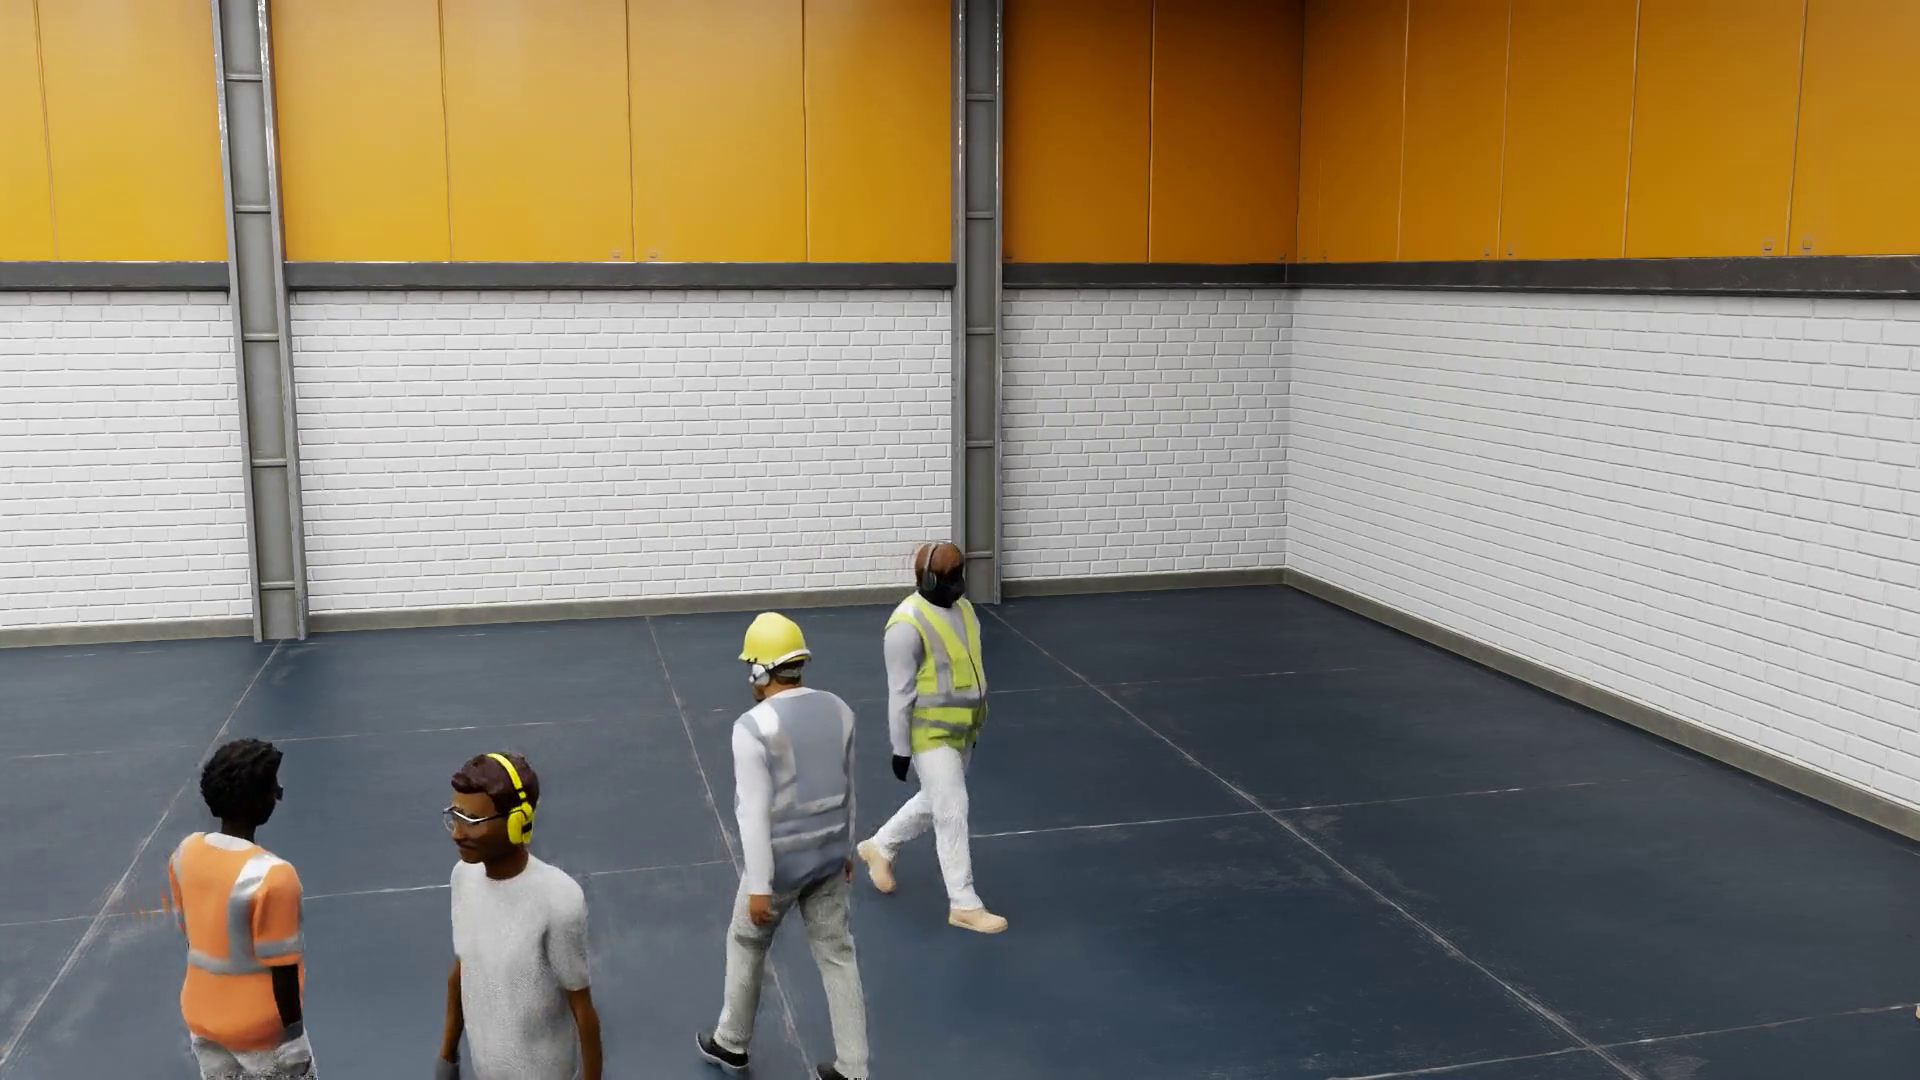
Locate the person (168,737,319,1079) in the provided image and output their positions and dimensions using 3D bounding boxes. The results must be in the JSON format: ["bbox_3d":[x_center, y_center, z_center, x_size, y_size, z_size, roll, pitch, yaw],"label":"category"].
[{"bbox_3d":[-2.140,1.417,4.914,0.547,1.678,0.626,6,11,33],"label":"person"}]

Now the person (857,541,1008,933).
[{"bbox_3d":[-0.152,0.888,7.814,0.837,1.818,0.632,5,11,30],"label":"person"}]

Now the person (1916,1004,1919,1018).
[{"bbox_3d":[4.079,1.052,6.564,0.341,1.882,0.587,-2,9,-12],"label":"person"}]

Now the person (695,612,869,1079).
[{"bbox_3d":[-0.660,1.162,6.211,0.841,1.784,0.603,8,12,41],"label":"person"}]

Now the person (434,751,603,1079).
[{"bbox_3d":[-1.145,1.423,4.439,0.539,1.832,0.967,8,12,41],"label":"person"}]
